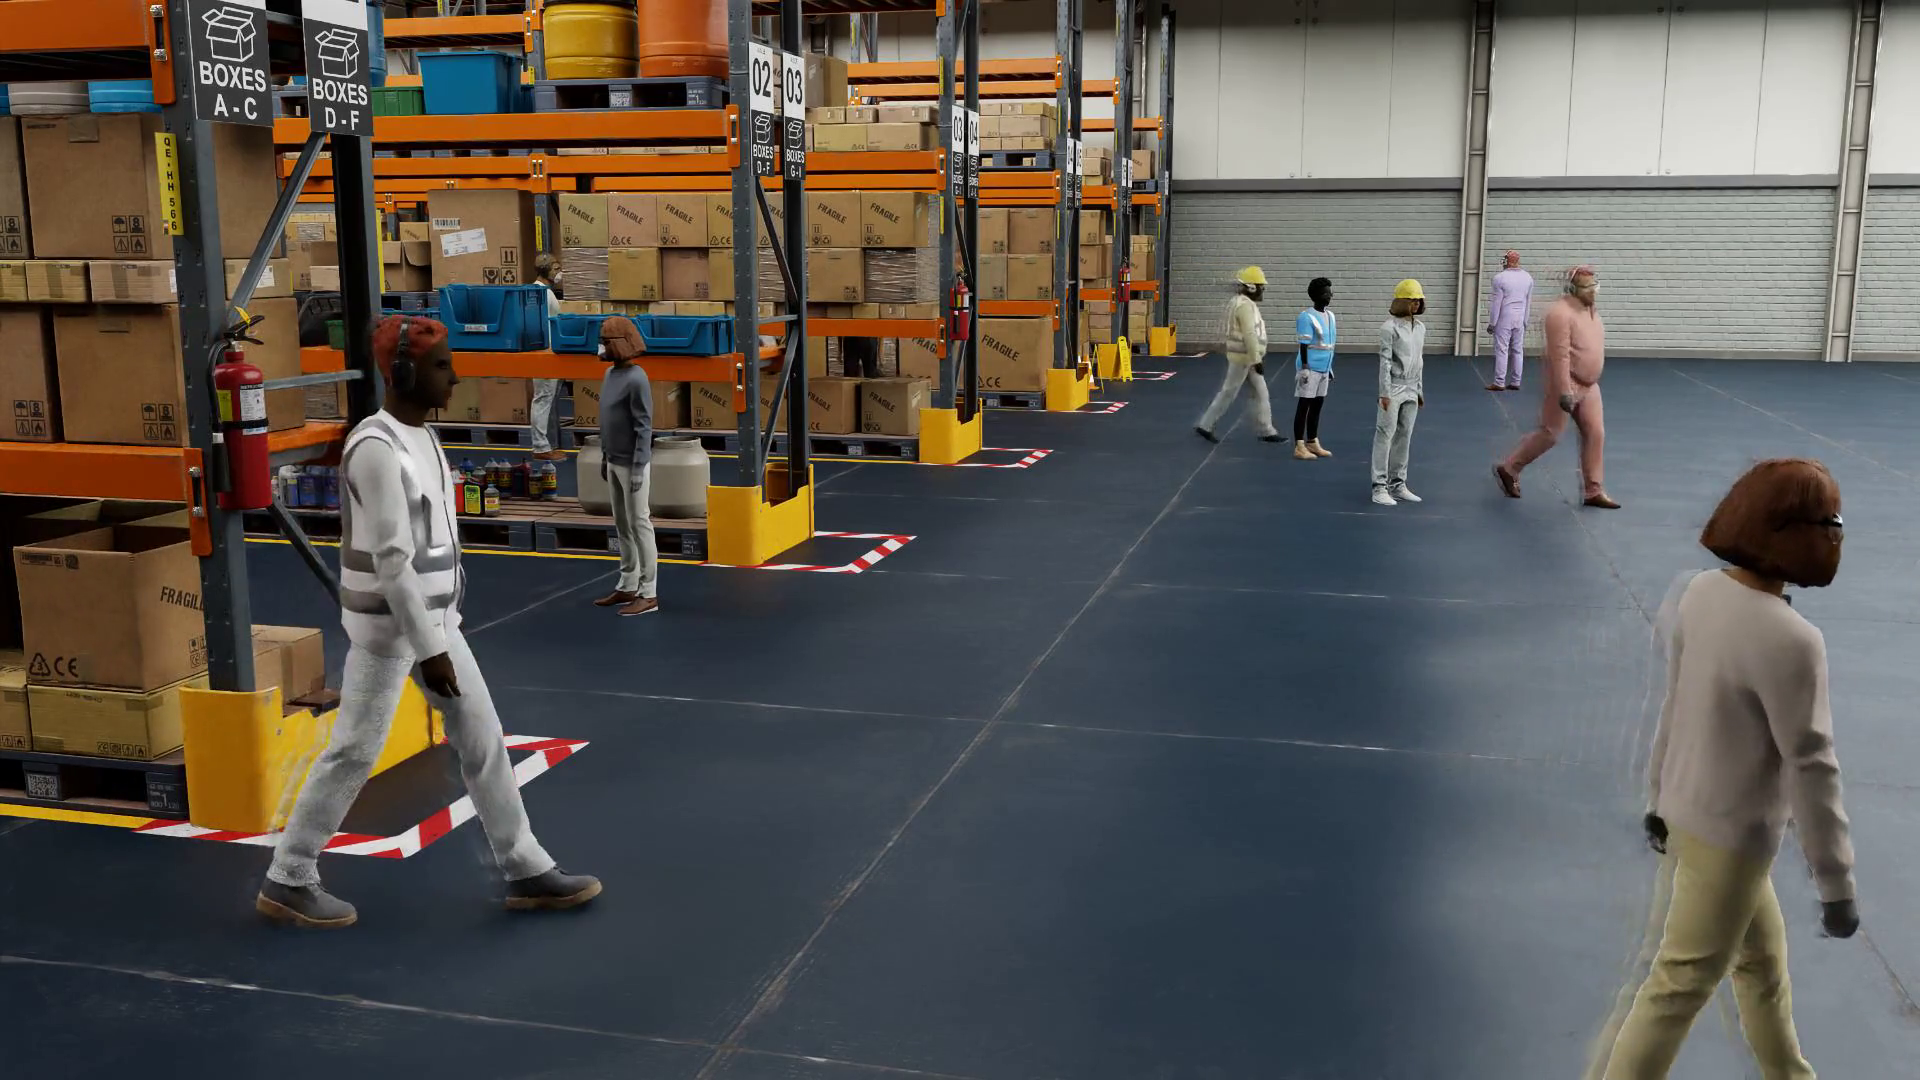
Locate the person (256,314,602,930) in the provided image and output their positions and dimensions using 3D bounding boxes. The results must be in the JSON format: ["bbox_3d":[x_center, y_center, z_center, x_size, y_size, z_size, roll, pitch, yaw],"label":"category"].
[{"bbox_3d":[-1.649,0.258,4.911,0.999,1.838,0.591,0,10,3],"label":"person"}]

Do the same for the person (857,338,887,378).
[{"bbox_3d":[-1.028,-2.346,19.063,0.734,1.920,0.561,4,11,22],"label":"person"}]

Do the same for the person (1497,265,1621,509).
[{"bbox_3d":[4.678,-1.197,12.872,0.634,1.867,0.928,-7,13,-35],"label":"person"}]

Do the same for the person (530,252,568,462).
[{"bbox_3d":[-3.832,-1.679,15.368,0.375,1.931,0.624,-3,11,-14],"label":"person"}]

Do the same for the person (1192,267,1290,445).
[{"bbox_3d":[2.795,-1.826,16.591,0.944,1.793,0.595,3,11,15],"label":"person"}]

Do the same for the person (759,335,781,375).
[{"bbox_3d":[-2.280,-2.373,19.001,0.624,2.003,0.793,-4,11,-22],"label":"person"}]

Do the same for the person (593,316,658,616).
[{"bbox_3d":[-1.840,-0.406,9.112,0.279,1.634,0.499,-7,12,-34],"label":"person"}]

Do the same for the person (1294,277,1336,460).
[{"bbox_3d":[3.324,-1.599,15.549,0.322,1.697,0.532,9,14,42],"label":"person"}]

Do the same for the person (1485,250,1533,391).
[{"bbox_3d":[7.446,-2.981,22.629,0.641,1.909,0.409,-4,11,-23],"label":"person"}]

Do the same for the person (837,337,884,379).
[{"bbox_3d":[-1.029,-1.968,17.203,0.505,1.840,0.346,1,10,6],"label":"person"}]

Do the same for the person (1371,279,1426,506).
[{"bbox_3d":[3.434,-1.145,12.903,0.483,1.745,0.305,-7,13,-35],"label":"person"}]

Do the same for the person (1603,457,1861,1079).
[{"bbox_3d":[1.717,0.626,3.474,0.795,1.597,0.535,1,10,4],"label":"person"}]
